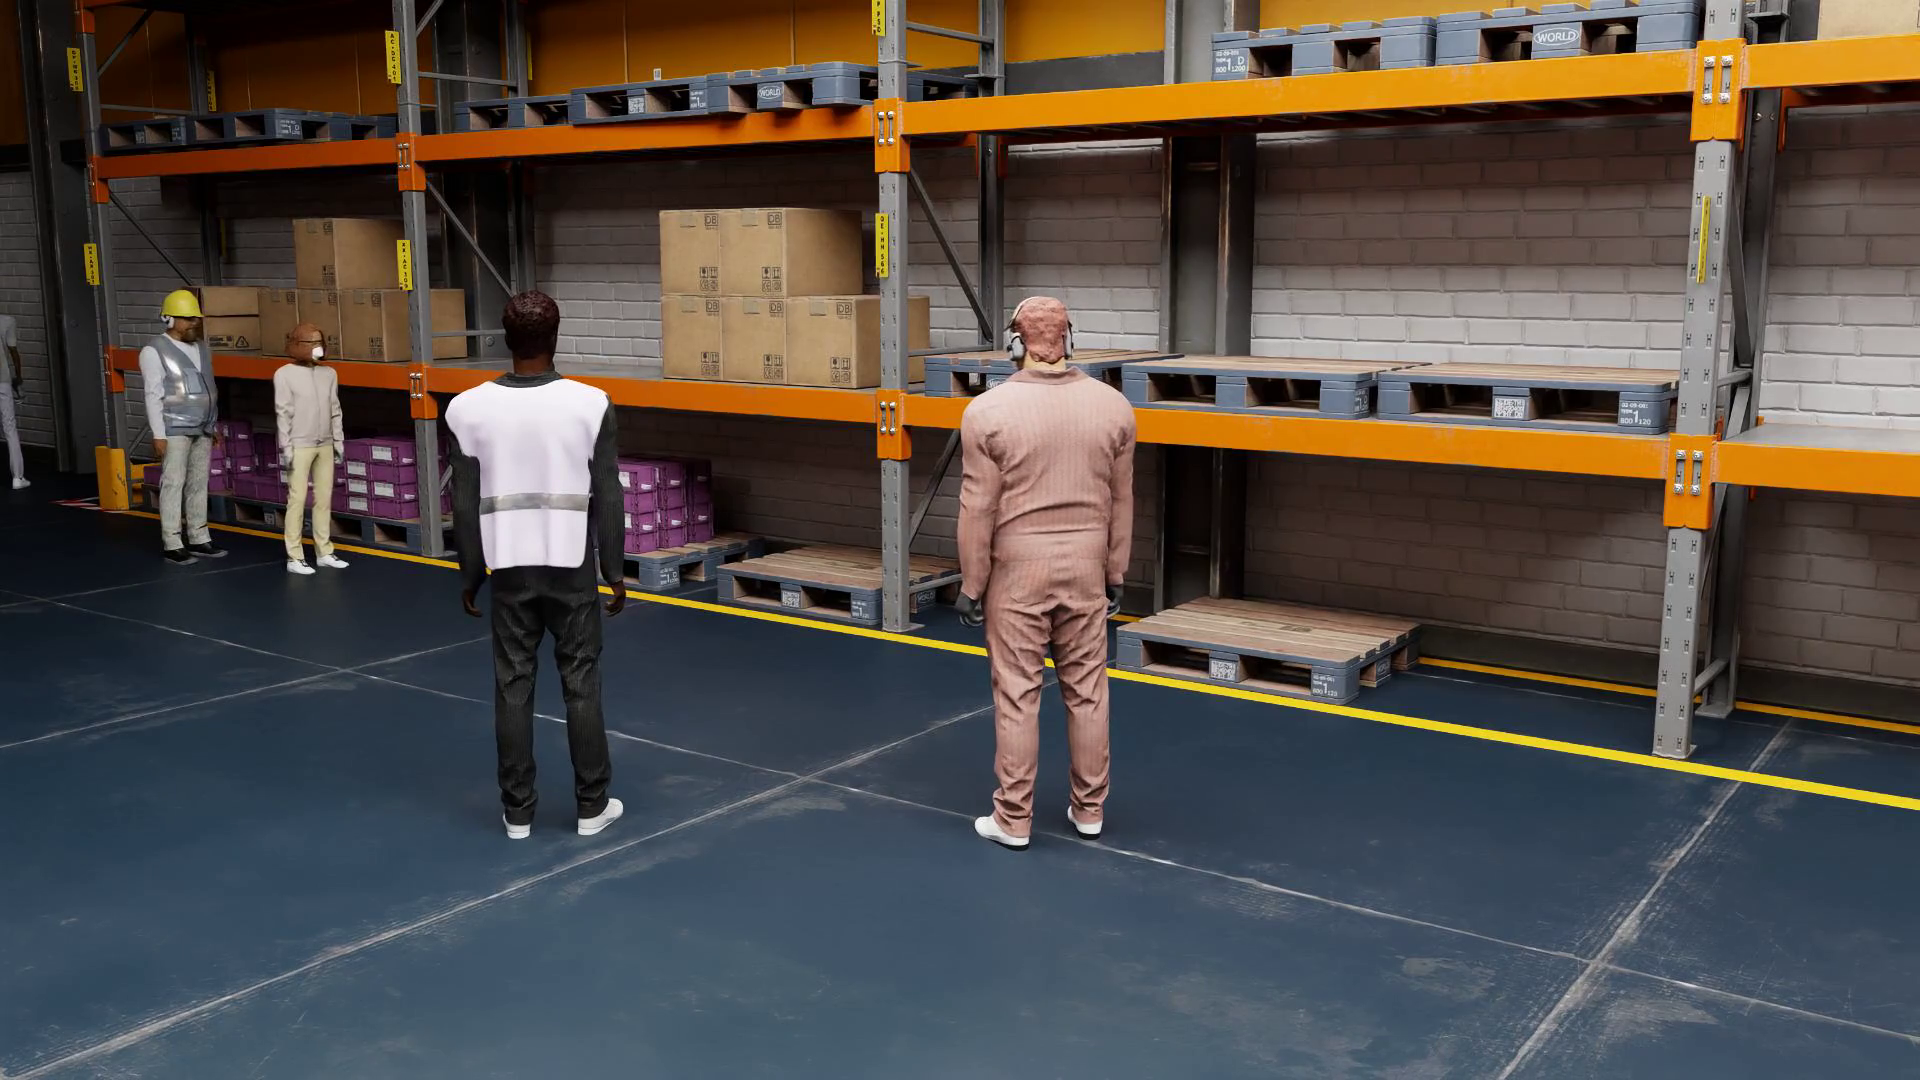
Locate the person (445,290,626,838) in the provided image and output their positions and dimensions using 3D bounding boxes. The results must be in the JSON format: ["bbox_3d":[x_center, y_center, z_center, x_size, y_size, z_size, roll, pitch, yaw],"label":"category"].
[{"bbox_3d":[-1.463,0.098,5.813,0.587,1.920,0.391,-1,10,-5],"label":"person"}]

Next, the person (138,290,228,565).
[{"bbox_3d":[-5.198,-0.758,11.179,0.404,1.827,0.600,3,10,15],"label":"person"}]

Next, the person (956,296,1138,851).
[{"bbox_3d":[0.281,0.120,5.742,0.638,1.903,0.408,-3,10,-20],"label":"person"}]

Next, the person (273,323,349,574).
[{"bbox_3d":[-4.220,-0.595,10.825,0.272,1.629,0.499,5,11,27],"label":"person"}]

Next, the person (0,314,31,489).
[{"bbox_3d":[-8.577,-1.367,14.717,0.513,1.863,0.329,-4,10,-24],"label":"person"}]
